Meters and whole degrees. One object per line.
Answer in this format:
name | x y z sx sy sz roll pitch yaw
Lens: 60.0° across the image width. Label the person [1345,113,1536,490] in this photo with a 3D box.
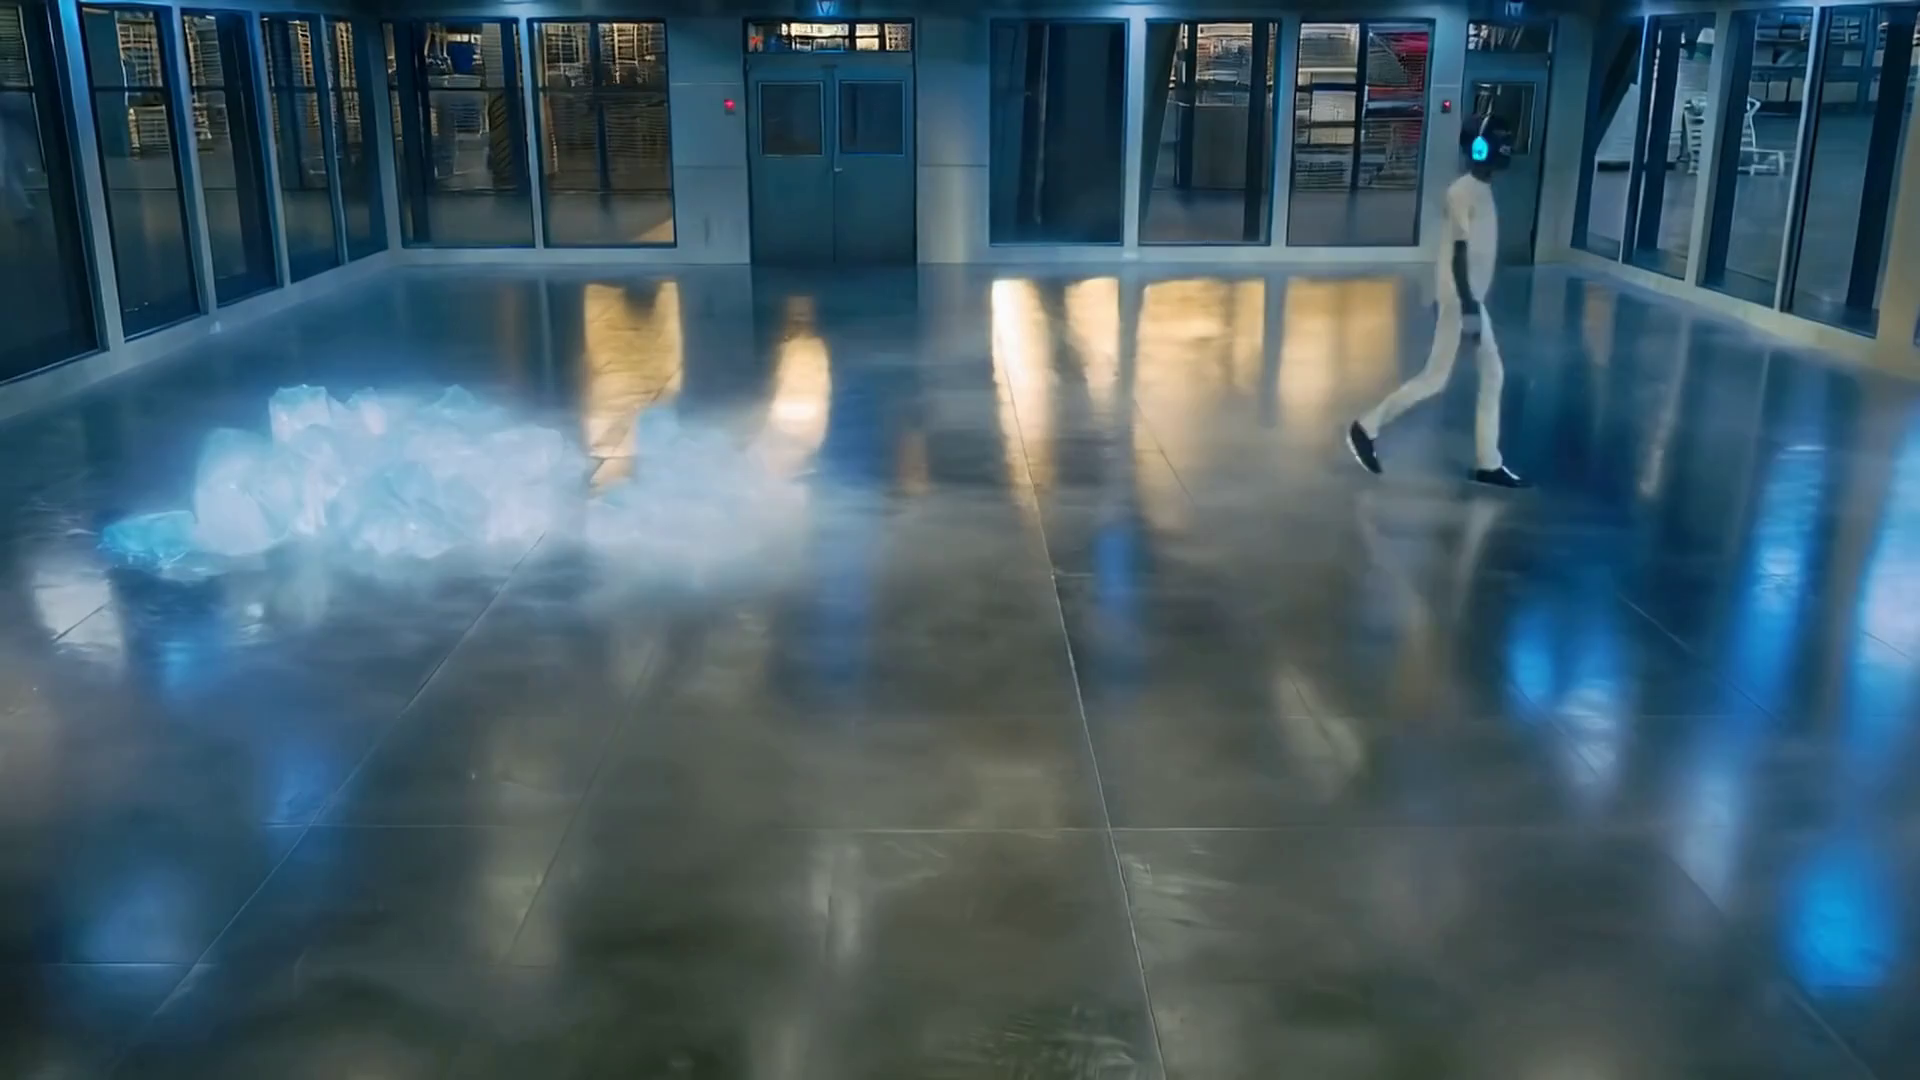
person | 2.434 -1.178 8.247 0.892 1.843 0.517 11 20 34
